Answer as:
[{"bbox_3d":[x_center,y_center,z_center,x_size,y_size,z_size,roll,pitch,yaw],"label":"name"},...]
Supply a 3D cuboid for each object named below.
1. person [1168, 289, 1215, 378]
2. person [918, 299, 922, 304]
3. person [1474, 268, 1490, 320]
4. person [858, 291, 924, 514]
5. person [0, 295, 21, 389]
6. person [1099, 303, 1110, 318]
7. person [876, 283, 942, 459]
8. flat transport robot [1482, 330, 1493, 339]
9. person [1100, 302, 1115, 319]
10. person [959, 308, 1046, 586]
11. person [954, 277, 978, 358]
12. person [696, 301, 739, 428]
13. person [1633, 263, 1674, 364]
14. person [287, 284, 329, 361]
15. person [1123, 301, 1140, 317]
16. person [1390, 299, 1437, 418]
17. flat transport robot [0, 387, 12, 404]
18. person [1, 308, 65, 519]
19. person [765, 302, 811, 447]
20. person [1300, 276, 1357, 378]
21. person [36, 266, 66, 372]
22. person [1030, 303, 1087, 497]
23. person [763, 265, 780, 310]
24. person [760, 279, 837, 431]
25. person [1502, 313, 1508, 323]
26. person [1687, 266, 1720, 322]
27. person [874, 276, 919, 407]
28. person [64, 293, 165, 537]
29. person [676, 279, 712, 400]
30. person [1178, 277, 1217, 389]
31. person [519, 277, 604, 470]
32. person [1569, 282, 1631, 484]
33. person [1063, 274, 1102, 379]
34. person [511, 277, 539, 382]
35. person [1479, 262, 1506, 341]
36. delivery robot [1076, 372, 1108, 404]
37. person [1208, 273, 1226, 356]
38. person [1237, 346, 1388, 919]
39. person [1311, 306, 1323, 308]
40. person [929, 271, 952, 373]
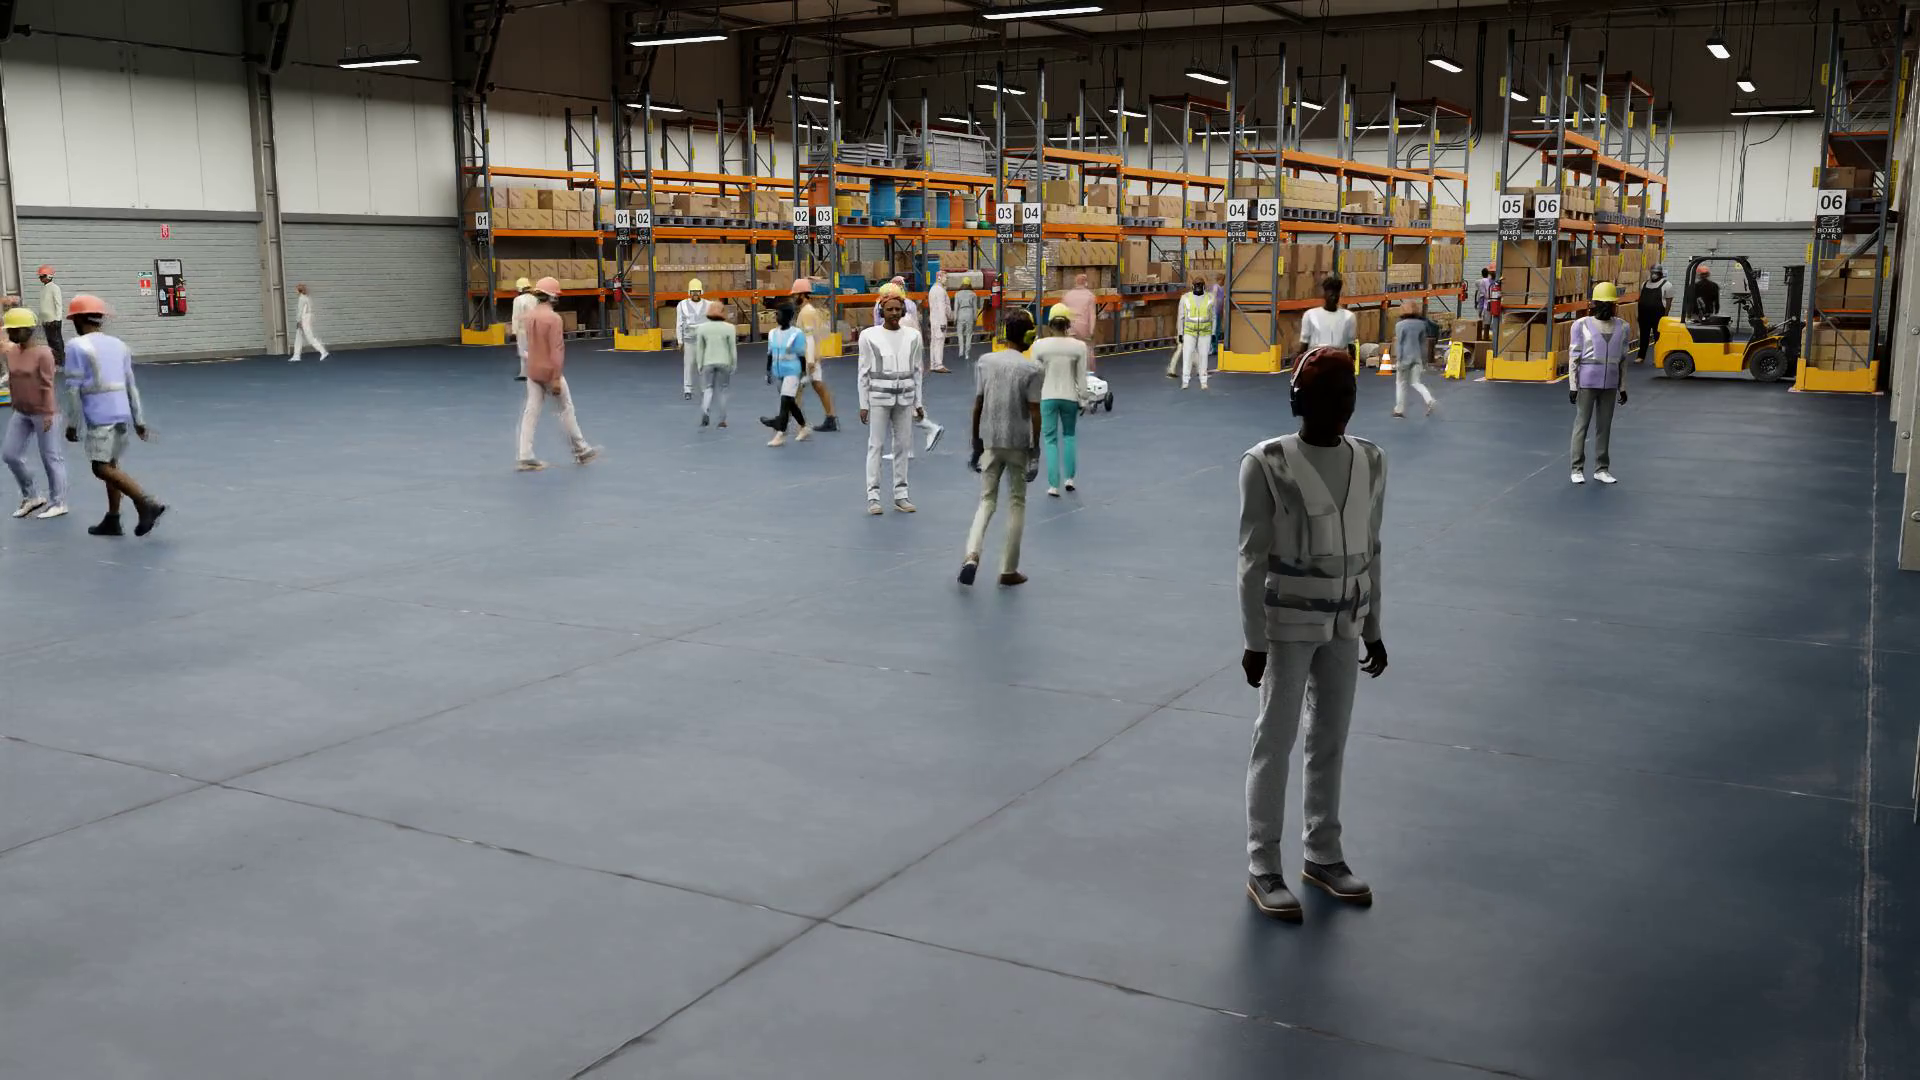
[{"bbox_3d":[4.105,-3.659,29.582,0.869,1.588,0.515,-2,10,-14],"label":"person"},{"bbox_3d":[-1.039,-7.881,53.180,0.633,1.995,0.999,8,13,39],"label":"person"},{"bbox_3d":[14.060,-6.357,44.600,0.512,1.860,0.331,6,11,32],"label":"person"},{"bbox_3d":[-0.583,-1.160,14.087,0.581,1.882,0.339,-4,11,-23],"label":"person"},{"bbox_3d":[-13.683,-2.706,23.928,0.522,1.621,0.572,9,13,42],"label":"person"},{"bbox_3d":[3.865,-6.056,43.185,0.546,1.733,0.515,5,11,26],"label":"person"},{"bbox_3d":[-0.563,-1.806,17.854,0.673,1.900,0.593,-2,10,-14],"label":"person"},{"bbox_3d":[13.769,-5.366,43.432,0.652,0.197,1.431,3,10,15],"label":"flat transport robot"},{"bbox_3d":[3.711,-5.699,41.350,0.541,1.648,0.891,3,10,16],"label":"person"},{"bbox_3d":[0.266,-0.584,10.868,0.548,1.837,0.595,5,11,26],"label":"person"},{"bbox_3d":[0.137,-4.749,35.548,0.516,1.720,0.641,0,10,2],"label":"person"},{"bbox_3d":[-3.070,-2.208,21.004,0.505,1.618,0.394,1,10,6],"label":"person"},{"bbox_3d":[13.981,-4.569,33.589,0.537,2.000,0.682,-9,13,-43],"label":"person"},{"bbox_3d":[-13.542,-4.509,34.495,0.789,1.612,0.512,-4,10,-20],"label":"person"},{"bbox_3d":[4.833,-6.865,47.379,0.645,1.920,0.488,4,10,22],"label":"person"},{"bbox_3d":[6.054,-2.402,22.165,0.508,1.606,0.678,-4,11,-24],"label":"person"},{"bbox_3d":[-14.095,-2.071,24.135,0.652,0.197,1.431,1,10,5],"label":"flat transport robot"},{"bbox_3d":[-7.671,-1.033,13.747,0.529,1.751,0.453,3,10,16],"label":"person"},{"bbox_3d":[-1.975,-1.929,19.250,0.539,1.662,0.855,7,12,36],"label":"person"},{"bbox_3d":[4.034,-1.899,18.207,0.636,1.952,0.417,0,10,-3],"label":"person"},{"bbox_3d":[-17.152,-4.169,31.379,0.608,1.995,0.377,7,12,35],"label":"person"},{"bbox_3d":[0.879,-1.282,15.213,0.528,1.747,0.613,-1,10,-7],"label":"person"},{"bbox_3d":[-5.339,-6.824,47.156,0.597,1.915,0.369,6,12,32],"label":"person"},{"bbox_3d":[-1.980,-2.273,20.596,0.990,1.882,0.575,0,10,3],"label":"person"},{"bbox_3d":[14.973,-6.548,45.508,0.660,1.925,0.643,7,12,35],"label":"person"},{"bbox_3d":[15.822,-4.838,35.382,0.642,1.958,0.877,6,11,31],"label":"person"},{"bbox_3d":[-0.822,-2.571,22.286,0.652,1.906,0.409,5,11,26],"label":"person"},{"bbox_3d":[-6.508,-0.947,12.824,0.793,1.899,0.558,3,10,15],"label":"person"},{"bbox_3d":[-3.996,-3.035,25.298,0.613,1.830,0.464,-3,10,-18],"label":"person"},{"bbox_3d":[3.887,-3.385,27.245,0.634,1.839,0.429,1,10,3],"label":"person"},{"bbox_3d":[-4.166,-1.710,17.096,0.637,1.945,1.028,8,12,39],"label":"person"},{"bbox_3d":[6.129,-1.500,15.955,0.588,1.927,0.370,-1,10,-6],"label":"person"},{"bbox_3d":[2.088,-3.594,28.424,0.649,1.857,0.966,5,11,27],"label":"person"},{"bbox_3d":[-7.429,-3.611,28.652,0.733,1.816,0.588,4,10,22],"label":"person"},{"bbox_3d":[11.723,-5.084,36.606,0.615,2.039,0.390,7,12,36],"label":"person"},{"bbox_3d":[1.822,-2.102,23.199,0.477,0.478,0.707,3,11,19],"label":"delivery robot"},{"bbox_3d":[5.586,-4.942,36.485,0.397,1.806,0.715,4,10,21],"label":"person"},{"bbox_3d":[1.176,0.303,5.531,0.574,1.883,0.356,-5,11,-26],"label":"person"},{"bbox_3d":[8.806,-5.876,41.649,0.643,1.905,0.400,6,12,33],"label":"person"},{"bbox_3d":[-0.364,-4.080,31.131,0.399,1.905,0.642,-3,10,-16],"label":"person"}]
